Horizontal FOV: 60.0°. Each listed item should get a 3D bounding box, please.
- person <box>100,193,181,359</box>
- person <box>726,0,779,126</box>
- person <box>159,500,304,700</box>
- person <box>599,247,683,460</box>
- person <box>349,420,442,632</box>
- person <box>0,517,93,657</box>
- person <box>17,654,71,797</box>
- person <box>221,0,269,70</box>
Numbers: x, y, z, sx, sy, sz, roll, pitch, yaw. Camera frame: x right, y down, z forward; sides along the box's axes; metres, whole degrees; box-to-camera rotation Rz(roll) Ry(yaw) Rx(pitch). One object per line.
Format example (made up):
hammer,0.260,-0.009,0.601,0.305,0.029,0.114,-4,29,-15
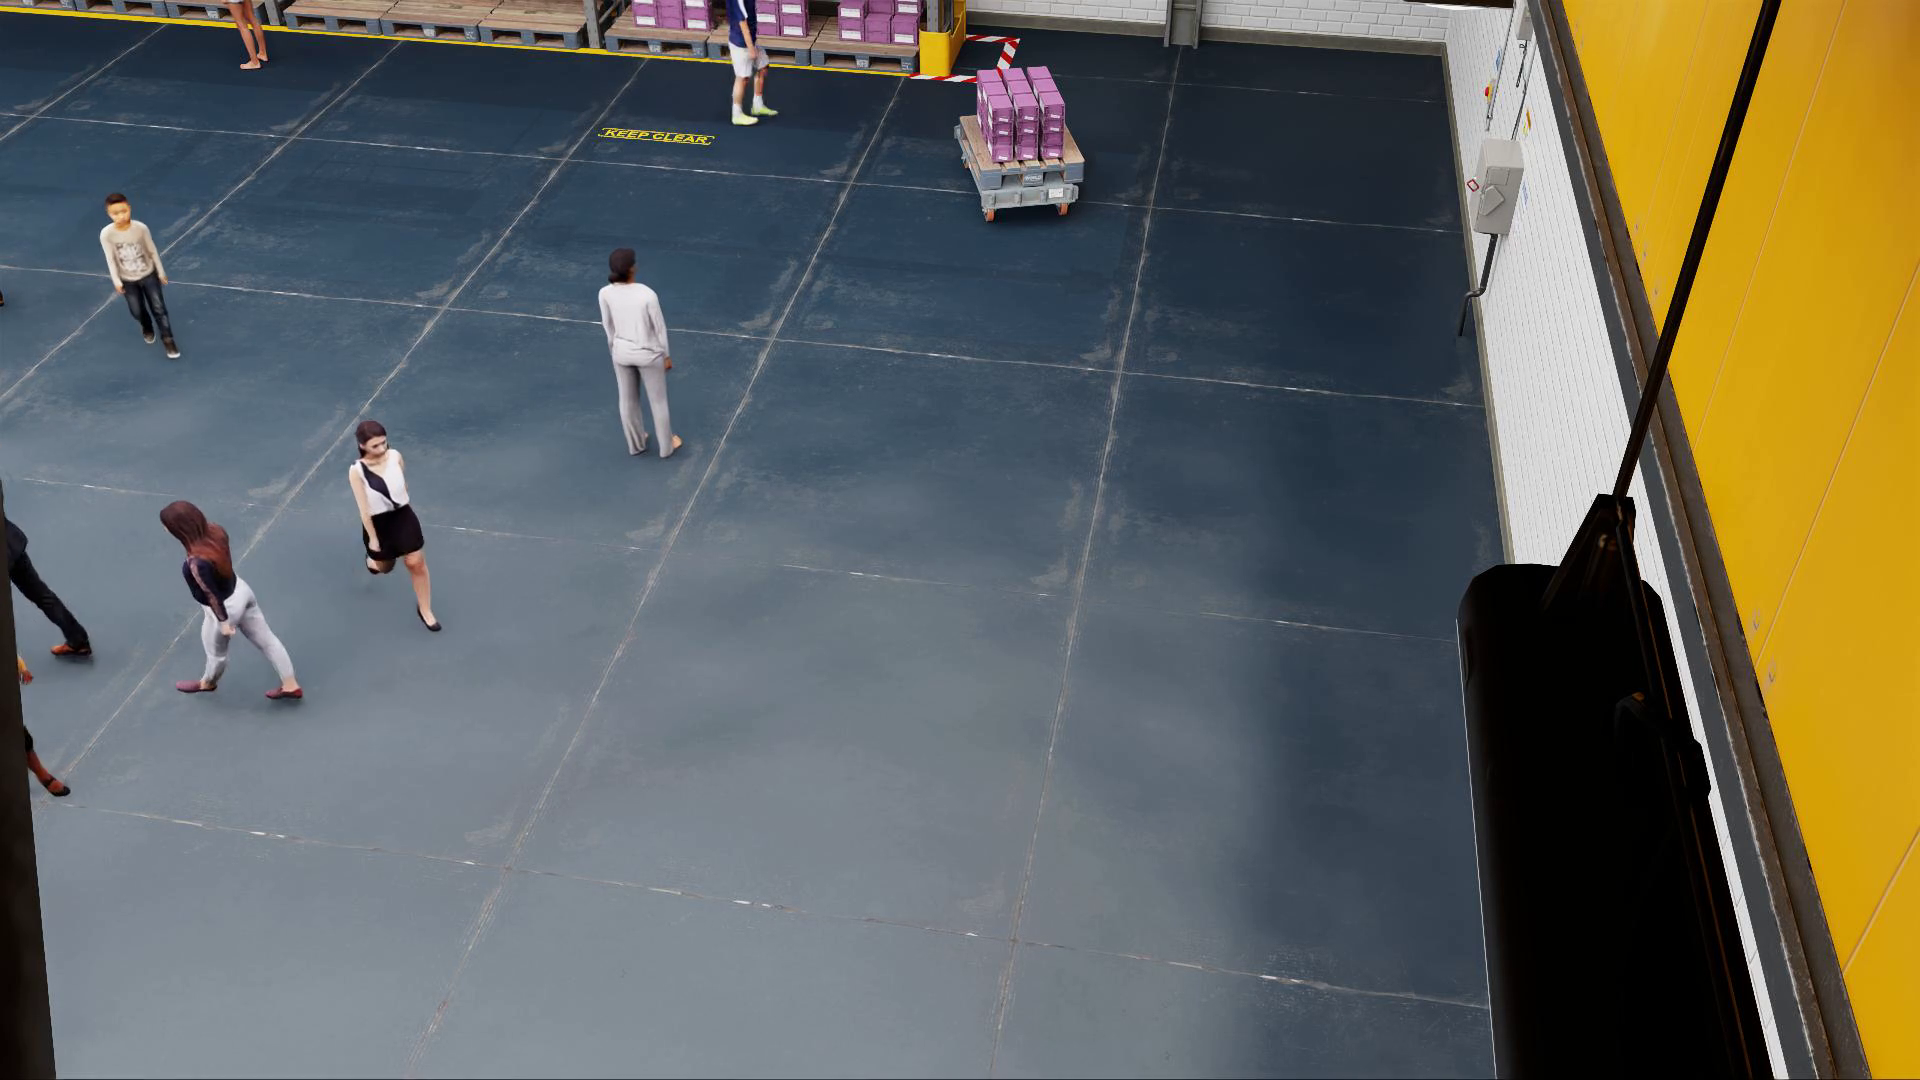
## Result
person,-6.816,-2.213,13.765,0.771,1.455,0.826,-22,44,-25
person,-2.310,-5.150,17.152,0.765,1.819,0.727,0,39,0
person,-4.497,0.424,10.381,1.055,1.559,0.693,0,39,0
person,-2.428,-1.400,12.523,0.451,1.736,0.684,6,39,8
person,-3.824,-0.110,10.999,1.037,1.621,0.878,30,47,32
person,-6.079,0.110,10.619,1.221,1.752,0.801,2,39,3
person,-5.779,0.862,9.778,1.008,1.626,0.655,10,40,12
person,-8.007,-6.104,18.389,0.511,1.766,0.564,7,39,8
